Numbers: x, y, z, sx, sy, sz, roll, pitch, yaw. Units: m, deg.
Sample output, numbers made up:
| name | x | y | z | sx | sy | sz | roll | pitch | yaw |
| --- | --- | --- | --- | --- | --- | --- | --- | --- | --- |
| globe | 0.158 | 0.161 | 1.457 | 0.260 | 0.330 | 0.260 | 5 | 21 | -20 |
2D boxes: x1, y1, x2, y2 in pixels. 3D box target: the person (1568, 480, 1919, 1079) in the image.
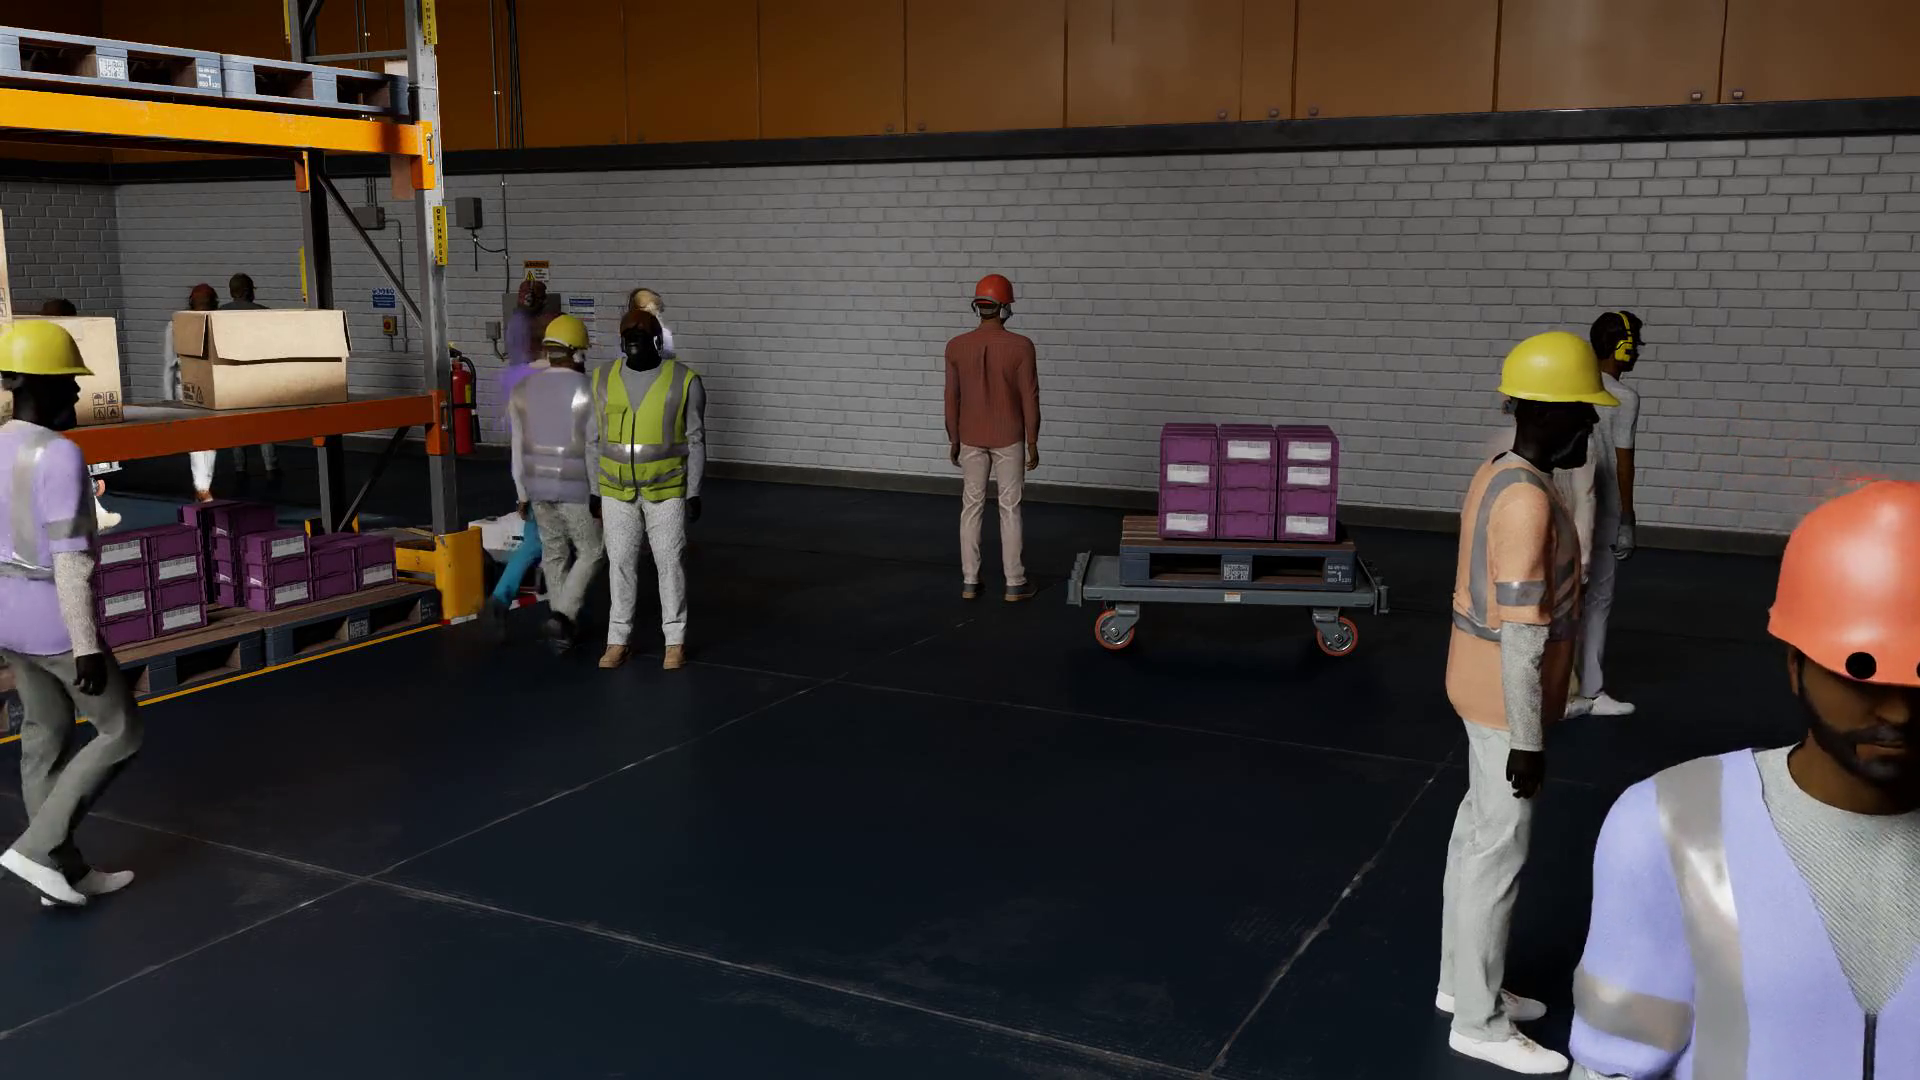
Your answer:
| name | x | y | z | sx | sy | sz | roll | pitch | yaw |
| --- | --- | --- | --- | --- | --- | --- | --- | --- | --- |
| person | 1.010 | 0.846 | 2.023 | 0.563 | 1.895 | 0.993 | 2 | 10 | 14 |

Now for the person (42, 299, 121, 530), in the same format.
| name | x | y | z | sx | sy | sz | roll | pitch | yaw |
| --- | --- | --- | --- | --- | --- | --- | --- | --- | --- |
| person | -6.640 | -0.892 | 12.386 | 0.639 | 1.787 | 0.991 | 2 | 10 | 14 |

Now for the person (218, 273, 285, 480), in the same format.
| name | x | y | z | sx | sy | sz | roll | pitch | yaw |
| --- | --- | --- | --- | --- | --- | --- | --- | --- | --- |
| person | -6.677 | -1.521 | 15.585 | 0.628 | 1.937 | 0.378 | -2 | 10 | -10 |

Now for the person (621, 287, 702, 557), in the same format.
| name | x | y | z | sx | sy | sz | roll | pitch | yaw |
| --- | --- | --- | --- | --- | --- | --- | --- | --- | --- |
| person | -2.078 | -0.798 | 11.531 | 0.451 | 1.893 | 0.664 | 1 | 10 | 8 |

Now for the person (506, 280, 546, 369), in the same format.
| name | x | y | z | sx | sy | sz | roll | pitch | yaw |
| --- | --- | --- | --- | --- | --- | --- | --- | --- | --- |
| person | -3.534 | -1.196 | 13.810 | 0.407 | 1.902 | 0.639 | -4 | 10 | -20 |

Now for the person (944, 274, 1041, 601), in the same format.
| name | x | y | z | sx | sy | sz | roll | pitch | yaw |
| --- | --- | --- | --- | --- | --- | --- | --- | --- | --- |
| person | 0.208 | -0.622 | 10.205 | 0.608 | 1.996 | 0.380 | 4 | 10 | 21 |

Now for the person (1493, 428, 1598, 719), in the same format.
| name | x | y | z | sx | sy | sz | roll | pitch | yaw |
| --- | --- | --- | --- | --- | --- | --- | --- | --- | --- |
| person | 2.658 | 0.035 | 7.480 | 0.716 | 1.603 | 0.527 | -9 | 13 | -43 |

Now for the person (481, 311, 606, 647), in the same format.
| name | x | y | z | sx | sy | sz | roll | pitch | yaw |
| --- | --- | --- | --- | --- | --- | --- | --- | --- | --- |
| person | -2.240 | -0.312 | 8.937 | 0.569 | 1.820 | 0.724 | 4 | 11 | 24 |

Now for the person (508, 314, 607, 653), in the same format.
| name | x | y | z | sx | sy | sz | roll | pitch | yaw |
| --- | --- | --- | --- | --- | --- | --- | --- | --- | --- |
| person | -2.087 | -0.270 | 8.707 | 0.598 | 1.812 | 0.543 | 3 | 10 | 15 |

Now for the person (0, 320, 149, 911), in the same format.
| name | x | y | z | sx | sy | sz | roll | pitch | yaw |
| --- | --- | --- | --- | --- | --- | --- | --- | --- | --- |
| person | -2.887 | 0.261 | 5.323 | 0.618 | 1.913 | 0.413 | 7 | 12 | 35 |

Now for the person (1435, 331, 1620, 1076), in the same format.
| name | x | y | z | sx | sy | sz | roll | pitch | yaw |
| --- | --- | --- | --- | --- | --- | --- | --- | --- | --- |
| person | 1.482 | 0.417 | 4.389 | 0.387 | 1.926 | 0.591 | 2 | 10 | 13 |

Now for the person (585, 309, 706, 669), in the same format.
| name | x | y | z | sx | sy | sz | roll | pitch | yaw |
| --- | --- | --- | --- | --- | --- | --- | --- | --- | --- |
| person | -1.614 | -0.252 | 8.509 | 0.619 | 1.845 | 0.430 | 1 | 10 | 4 |

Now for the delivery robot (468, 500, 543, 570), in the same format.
| name | x | y | z | sx | sy | sz | roll | pitch | yaw |
| --- | --- | --- | --- | --- | --- | --- | --- | --- | --- |
| delivery robot | -2.762 | -0.012 | 10.572 | 0.707 | 0.478 | 0.477 | 4 | 11 | 24 |

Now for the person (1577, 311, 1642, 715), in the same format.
| name | x | y | z | sx | sy | sz | roll | pitch | yaw |
| --- | --- | --- | --- | --- | --- | --- | --- | --- | --- |
| person | 2.949 | -0.120 | 7.686 | 0.323 | 1.865 | 0.511 | -3 | 10 | -15 |

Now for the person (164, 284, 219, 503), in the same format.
| name | x | y | z | sx | sy | sz | roll | pitch | yaw |
| --- | --- | --- | --- | --- | --- | --- | --- | --- | --- |
| person | -6.341 | -1.214 | 14.022 | 0.596 | 1.855 | 0.787 | -8 | 13 | -40 |

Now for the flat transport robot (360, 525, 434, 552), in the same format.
| name | x | y | z | sx | sy | sz | roll | pitch | yaw |
| --- | --- | --- | --- | --- | --- | --- | --- | --- | --- |
| flat transport robot | -4.026 | 0.095 | 11.041 | 1.431 | 0.197 | 0.652 | -9 | 14 | -43 |
